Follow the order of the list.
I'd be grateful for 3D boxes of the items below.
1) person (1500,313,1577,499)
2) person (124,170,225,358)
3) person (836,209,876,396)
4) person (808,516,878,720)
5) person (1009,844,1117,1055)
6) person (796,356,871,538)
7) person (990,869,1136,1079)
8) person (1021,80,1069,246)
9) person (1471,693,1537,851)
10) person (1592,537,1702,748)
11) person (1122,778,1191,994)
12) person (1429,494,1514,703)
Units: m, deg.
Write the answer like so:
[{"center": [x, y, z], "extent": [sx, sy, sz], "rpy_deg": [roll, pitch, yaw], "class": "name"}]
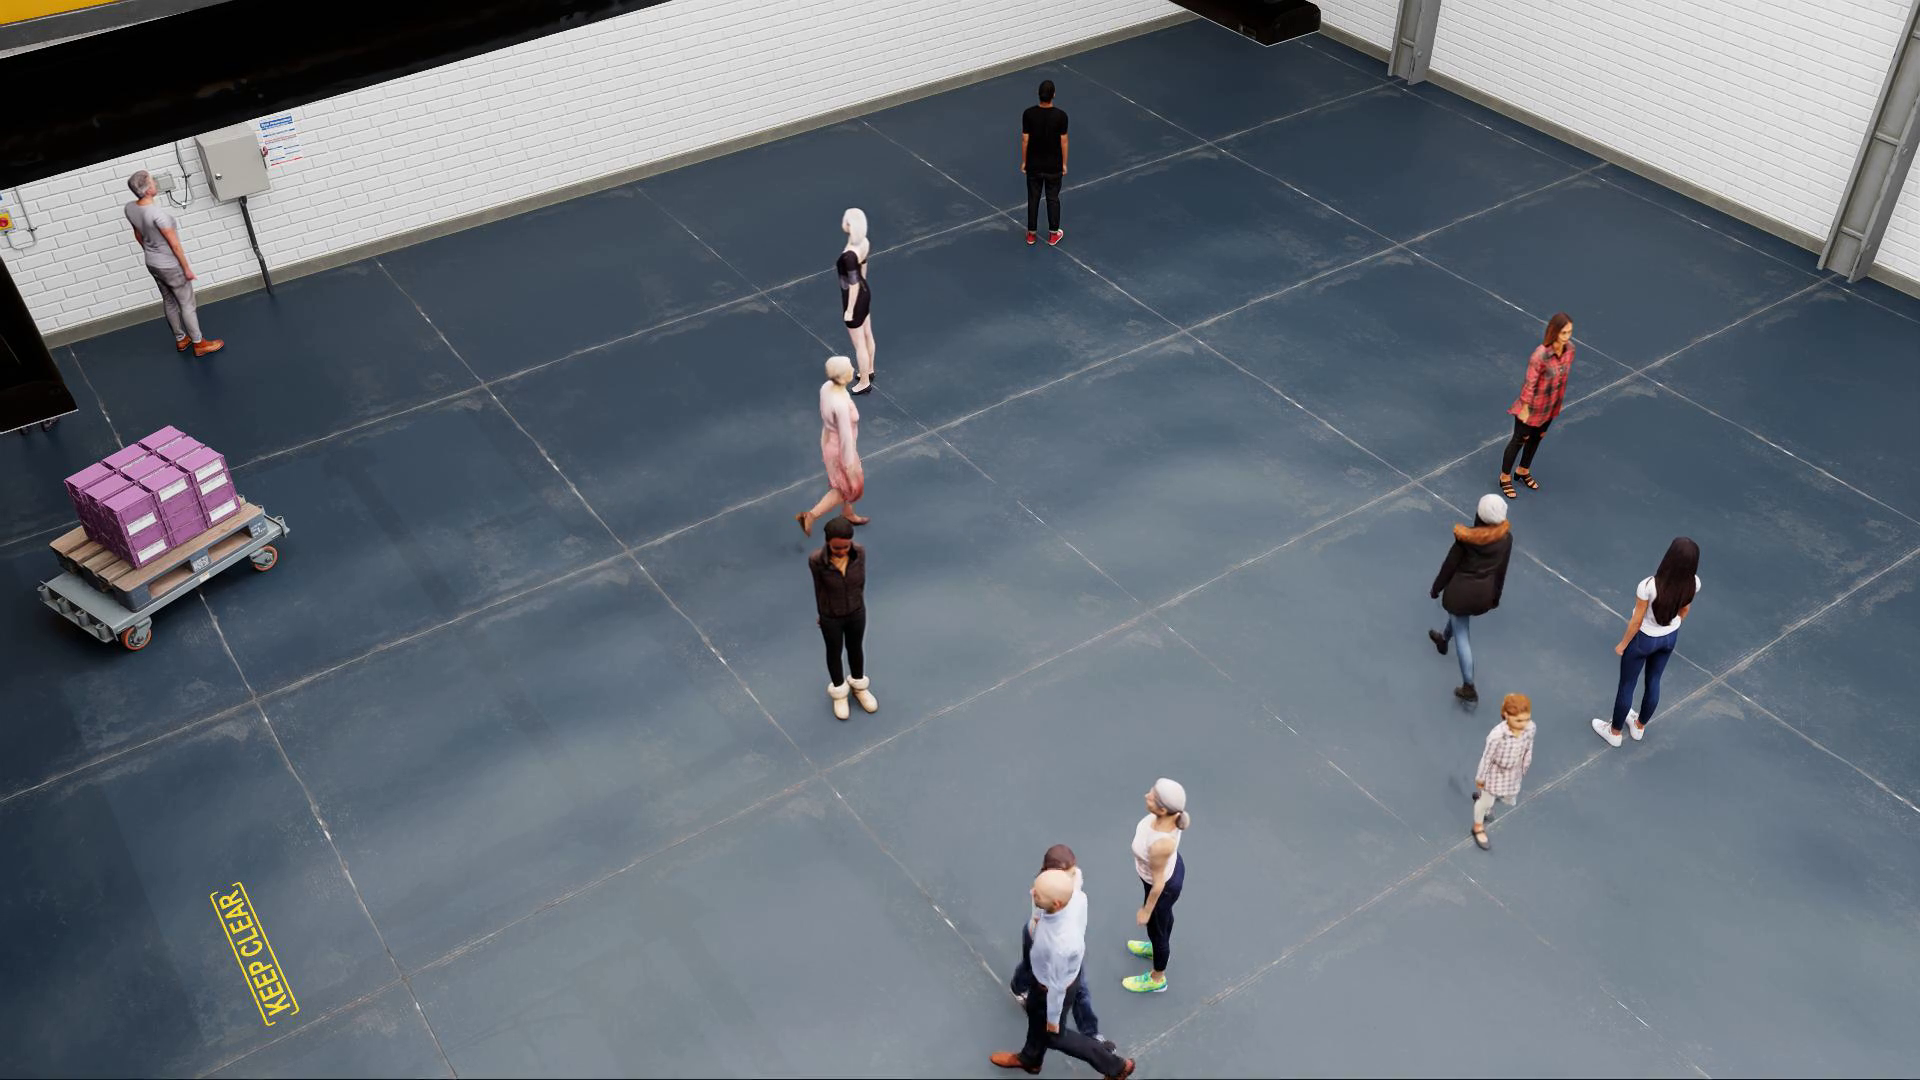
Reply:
[{"center": [4.765, -1.122, 13.671], "extent": [0.636, 1.702, 0.580], "rpy_deg": [-19, 42, -22], "class": "person"}, {"center": [-7.326, -2.546, 15.350], "extent": [0.677, 1.832, 0.834], "rpy_deg": [18, 42, 22], "class": "person"}, {"center": [-0.914, -2.126, 14.826], "extent": [0.685, 1.829, 0.640], "rpy_deg": [9, 40, 11], "class": "person"}, {"center": [-0.838, 0.490, 11.685], "extent": [0.665, 1.661, 0.606], "rpy_deg": [-23, 44, -26], "class": "person"}, {"center": [0.477, 2.252, 9.591], "extent": [0.582, 1.521, 1.027], "rpy_deg": [-27, 46, -30], "class": "person"}, {"center": [-1.023, -0.698, 13.161], "extent": [0.761, 1.676, 0.863], "rpy_deg": [-16, 41, -19], "class": "person"}, {"center": [0.600, 2.451, 9.142], "extent": [1.136, 1.772, 1.087], "rpy_deg": [6, 39, 7], "class": "person"}, {"center": [0.863, -3.871, 17.070], "extent": [0.696, 1.757, 0.757], "rpy_deg": [6, 39, 8], "class": "person"}, {"center": [3.480, 1.436, 10.790], "extent": [0.623, 1.300, 0.684], "rpy_deg": [-11, 40, -13], "class": "person"}, {"center": [4.717, 0.695, 11.337], "extent": [0.657, 1.775, 0.635], "rpy_deg": [-8, 39, -10], "class": "person"}, {"center": [1.179, 2.013, 9.746], "extent": [0.730, 1.702, 0.680], "rpy_deg": [8, 39, 10], "class": "person"}, {"center": [3.652, 0.426, 11.818], "extent": [0.908, 1.595, 1.169], "rpy_deg": [-8, 39, -10], "class": "person"}]
